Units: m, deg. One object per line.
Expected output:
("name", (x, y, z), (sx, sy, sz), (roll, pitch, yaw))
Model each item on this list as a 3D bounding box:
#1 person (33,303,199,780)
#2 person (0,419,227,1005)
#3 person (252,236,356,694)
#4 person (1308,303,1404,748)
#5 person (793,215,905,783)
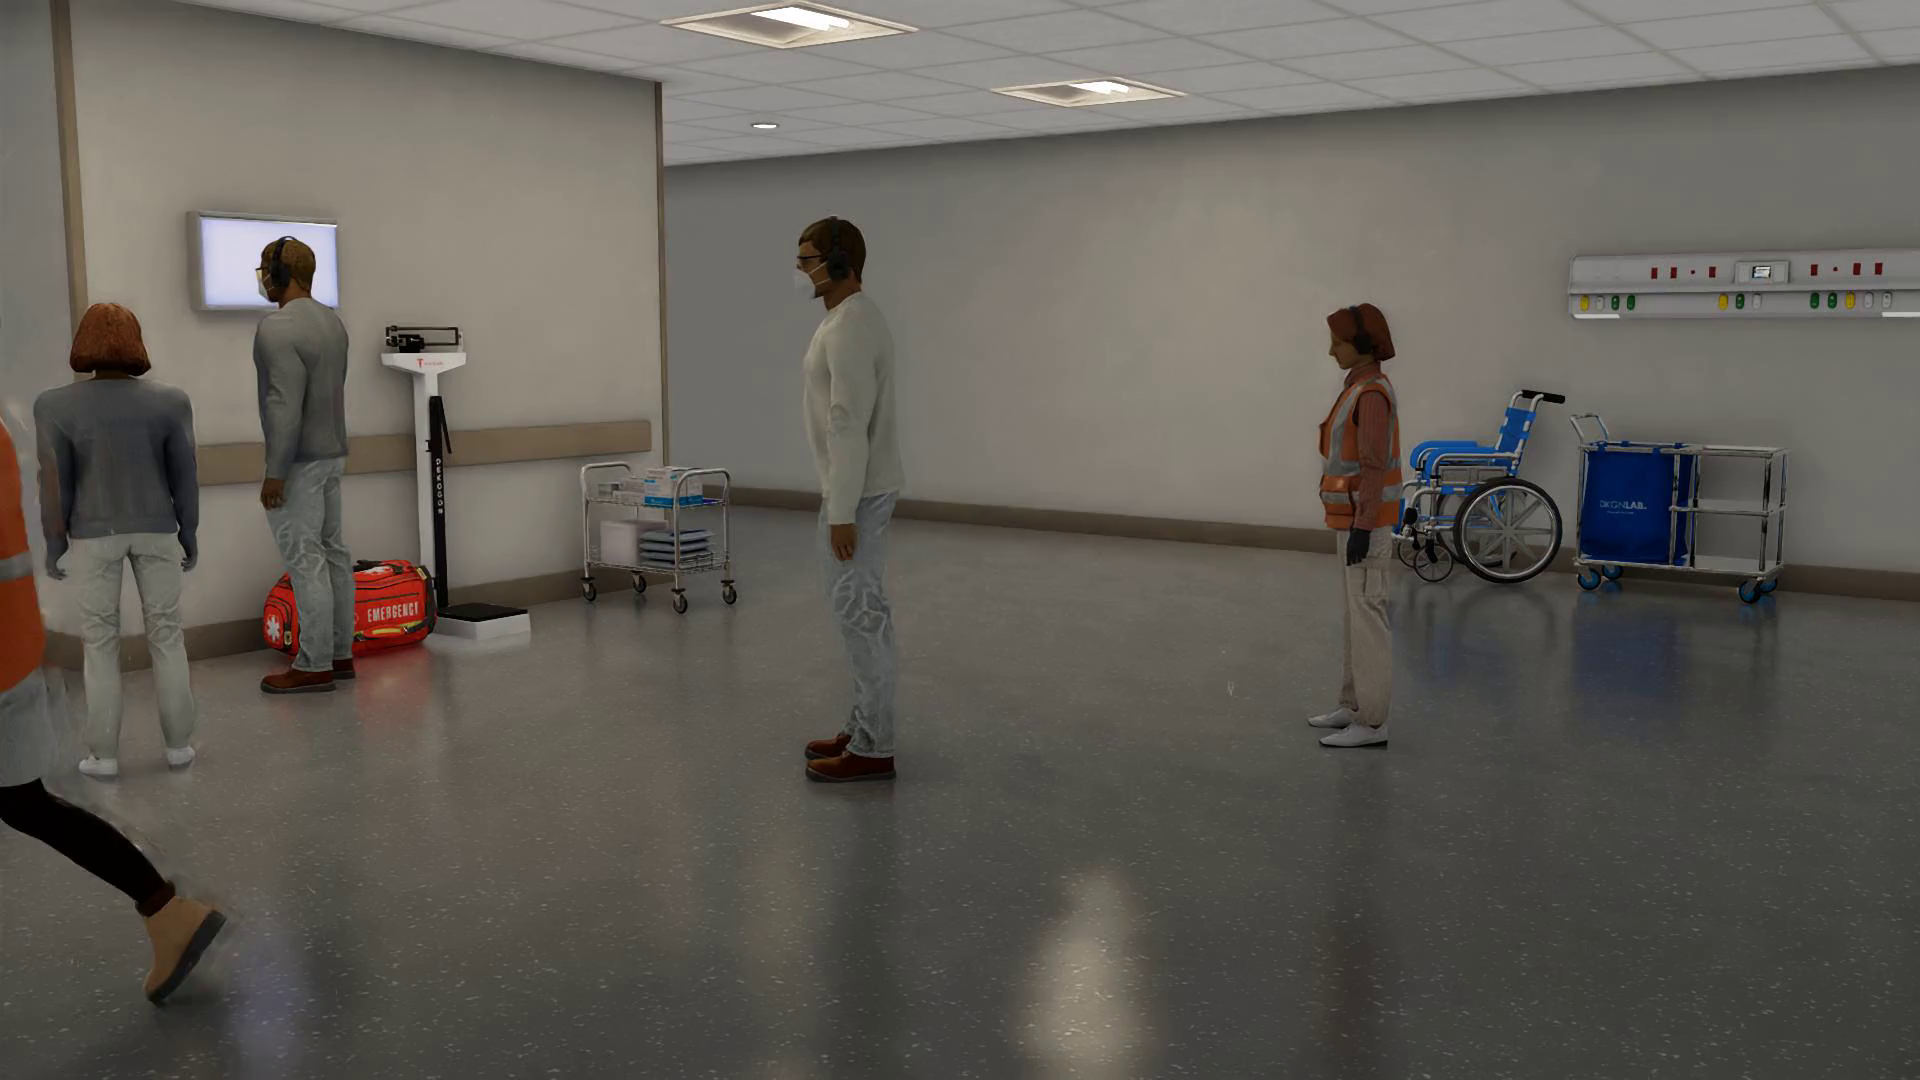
("person", (-2.885, 0.006, 5.732), (0.500, 1.633, 0.280), (-5, 9, -35))
("person", (-2.054, 0.259, 3.541), (0.780, 1.670, 0.535), (-1, 7, -10))
("person", (-2.811, -0.317, 7.109), (0.357, 1.938, 0.638), (0, 7, 1))
("person", (1.483, -0.053, 6.180), (0.309, 1.640, 0.513), (1, 7, 6))
("person", (-0.376, -0.136, 5.718), (0.371, 1.932, 0.622), (0, 7, -1))
